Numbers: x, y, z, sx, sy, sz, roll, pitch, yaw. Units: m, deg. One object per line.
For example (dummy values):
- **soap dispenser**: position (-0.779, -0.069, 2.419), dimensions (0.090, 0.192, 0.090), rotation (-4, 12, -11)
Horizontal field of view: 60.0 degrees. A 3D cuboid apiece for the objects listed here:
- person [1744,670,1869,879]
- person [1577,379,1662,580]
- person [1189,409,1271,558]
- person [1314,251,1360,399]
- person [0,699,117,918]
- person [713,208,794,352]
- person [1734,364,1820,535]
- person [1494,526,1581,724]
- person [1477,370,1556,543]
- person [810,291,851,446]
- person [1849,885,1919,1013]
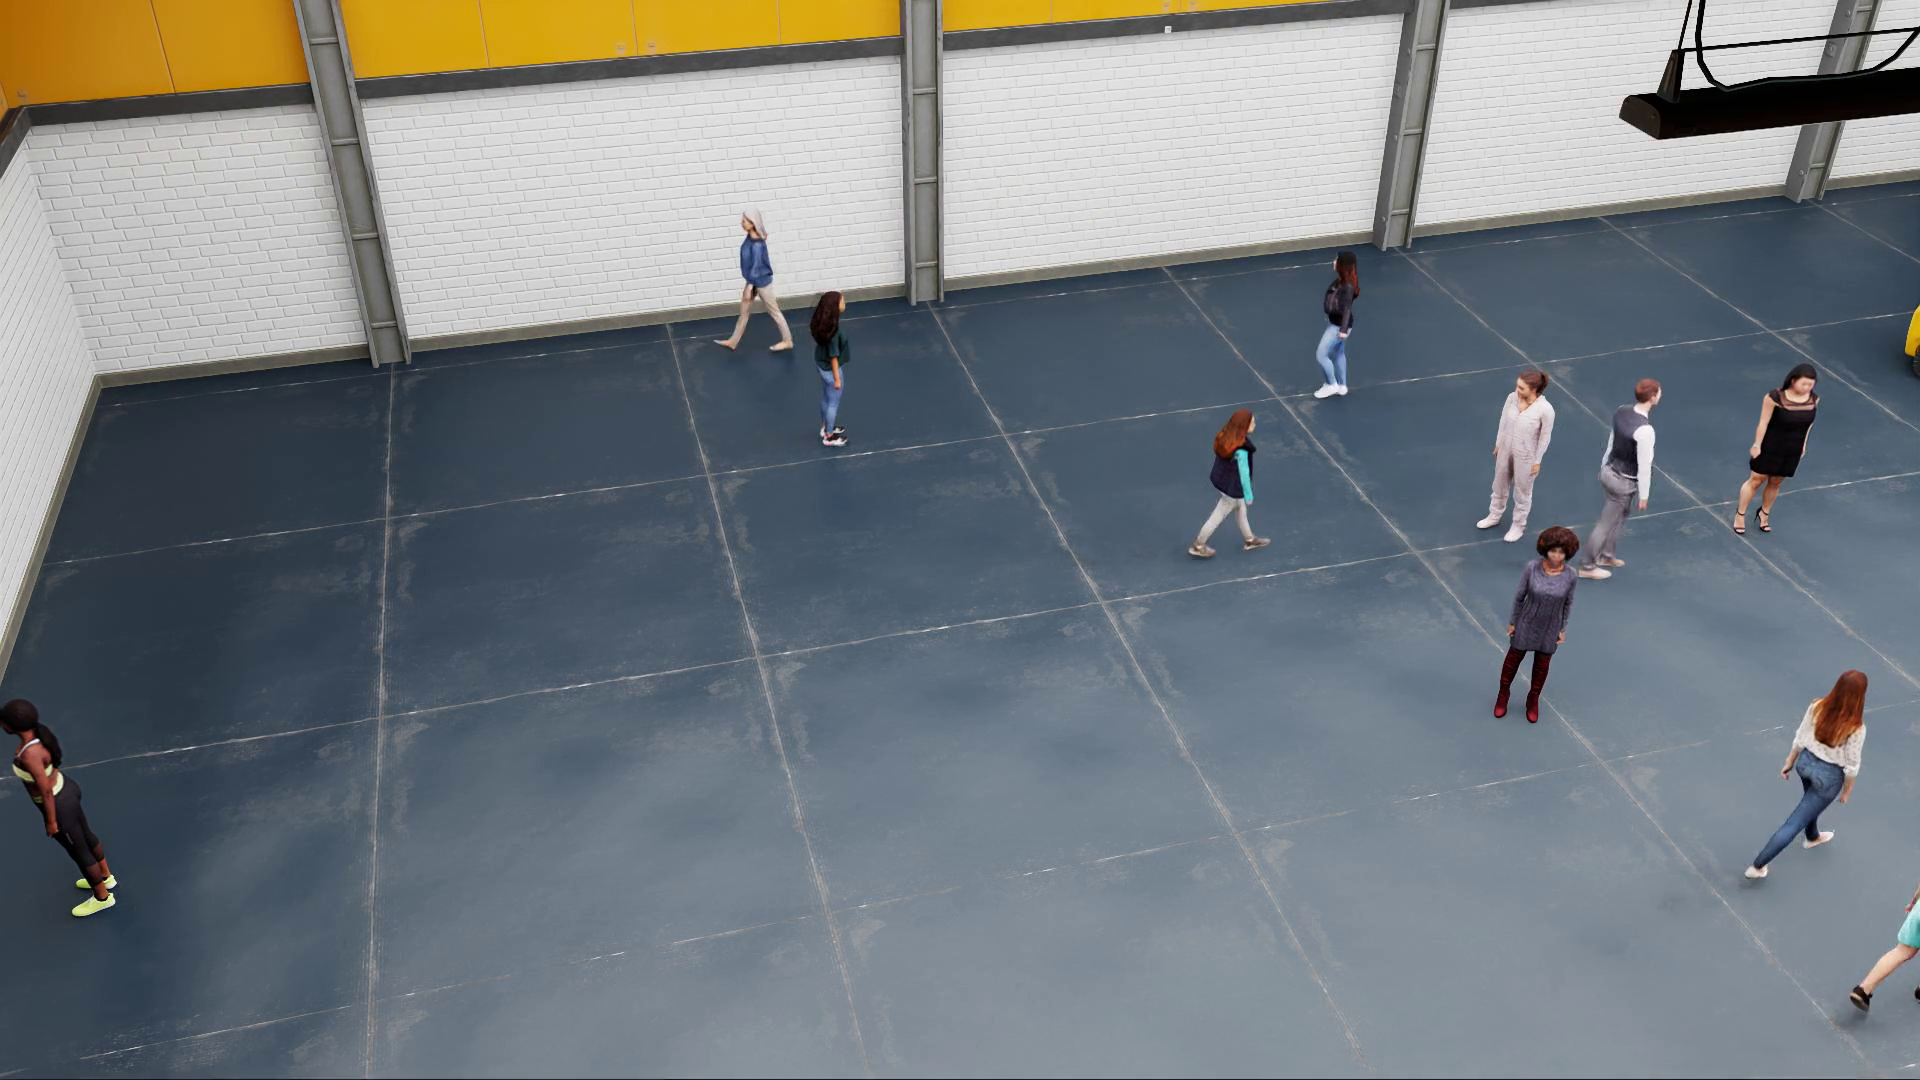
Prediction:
- **person**: position (5.749, 1.625, 11.244), dimensions (1.192, 1.685, 0.744), rotation (-16, 37, -22)
- **person**: position (5.563, -0.510, 14.242), dimensions (0.769, 1.924, 0.755), rotation (-2, 34, -3)
- **person**: position (2.318, -0.468, 14.595), dimensions (1.018, 1.464, 0.702), rotation (-2, 34, -3)
- **person**: position (3.961, -2.193, 17.045), dimensions (0.751, 1.623, 0.753), rotation (4, 34, 6)
- **person**: position (-5.948, 1.746, 11.001), dimensions (0.492, 1.753, 0.557), rotation (-9, 35, -13)
- **person**: position (-2.062, -2.747, 17.853), dimensions (1.061, 1.652, 0.613), rotation (-8, 34, -12)
- **person**: position (7.317, -0.820, 14.897), dimensions (0.595, 1.715, 0.749), rotation (-2, 34, -3)
- **person**: position (4.412, 0.644, 12.697), dimensions (0.623, 1.712, 0.723), rotation (9, 35, 14)
- **person**: position (5.014, -0.783, 14.867), dimensions (0.710, 1.687, 0.720), rotation (-25, 41, -32)
- **person**: position (-1.285, -1.685, 16.292), dimensions (0.573, 1.610, 0.589), rotation (-10, 35, -15)
- **person**: position (5.982, 2.362, 10.275), dimensions (1.060, 1.532, 0.639), rotation (-14, 36, -20)
